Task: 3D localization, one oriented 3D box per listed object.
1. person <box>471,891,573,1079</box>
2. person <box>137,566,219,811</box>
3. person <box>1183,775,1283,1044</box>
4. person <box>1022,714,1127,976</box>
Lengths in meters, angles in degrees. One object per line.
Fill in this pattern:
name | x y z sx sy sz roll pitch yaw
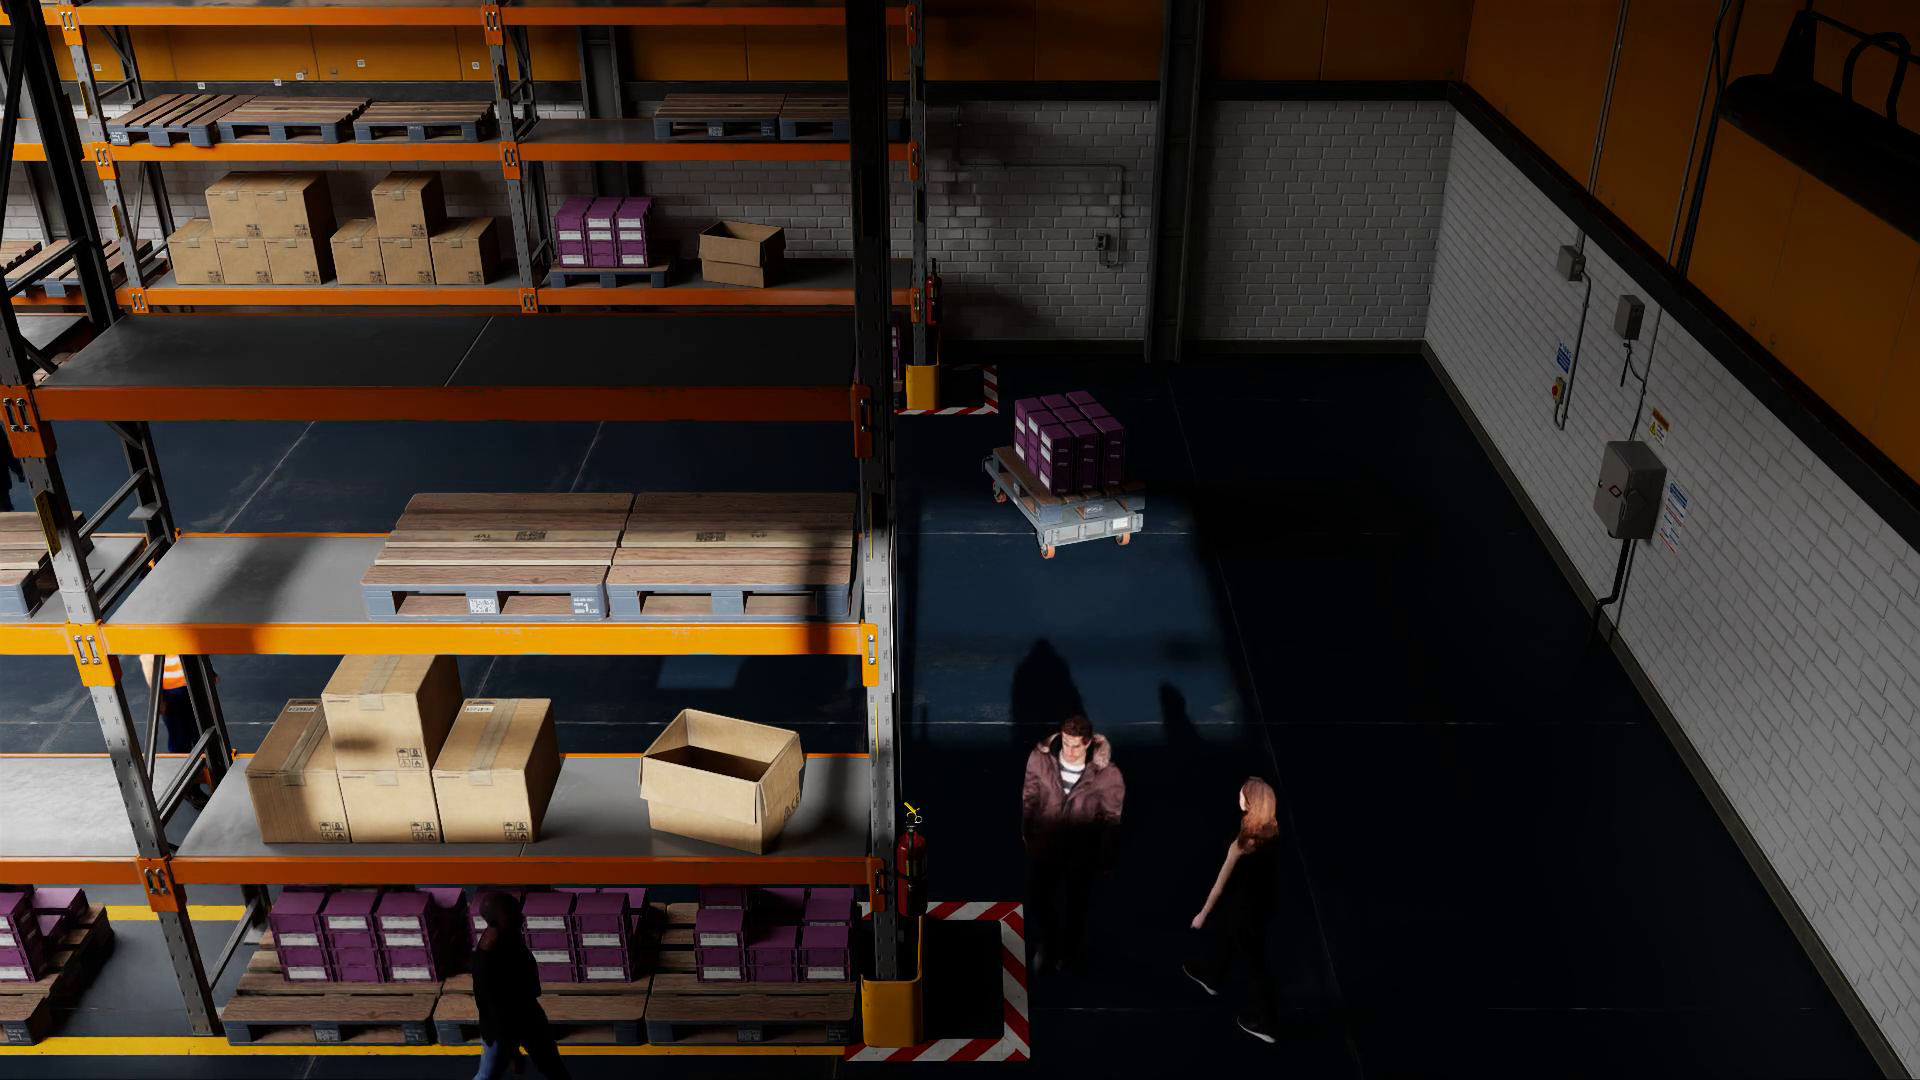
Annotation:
person | -2.411 2.525 8.609 1.179 1.697 0.684 3 29 5
person | -5.314 0.939 11.319 0.758 1.888 0.758 11 31 19
person | 1.702 2.121 9.332 1.040 1.715 0.936 20 34 32
person | 0.657 1.753 9.883 0.751 1.833 0.913 7 29 13
